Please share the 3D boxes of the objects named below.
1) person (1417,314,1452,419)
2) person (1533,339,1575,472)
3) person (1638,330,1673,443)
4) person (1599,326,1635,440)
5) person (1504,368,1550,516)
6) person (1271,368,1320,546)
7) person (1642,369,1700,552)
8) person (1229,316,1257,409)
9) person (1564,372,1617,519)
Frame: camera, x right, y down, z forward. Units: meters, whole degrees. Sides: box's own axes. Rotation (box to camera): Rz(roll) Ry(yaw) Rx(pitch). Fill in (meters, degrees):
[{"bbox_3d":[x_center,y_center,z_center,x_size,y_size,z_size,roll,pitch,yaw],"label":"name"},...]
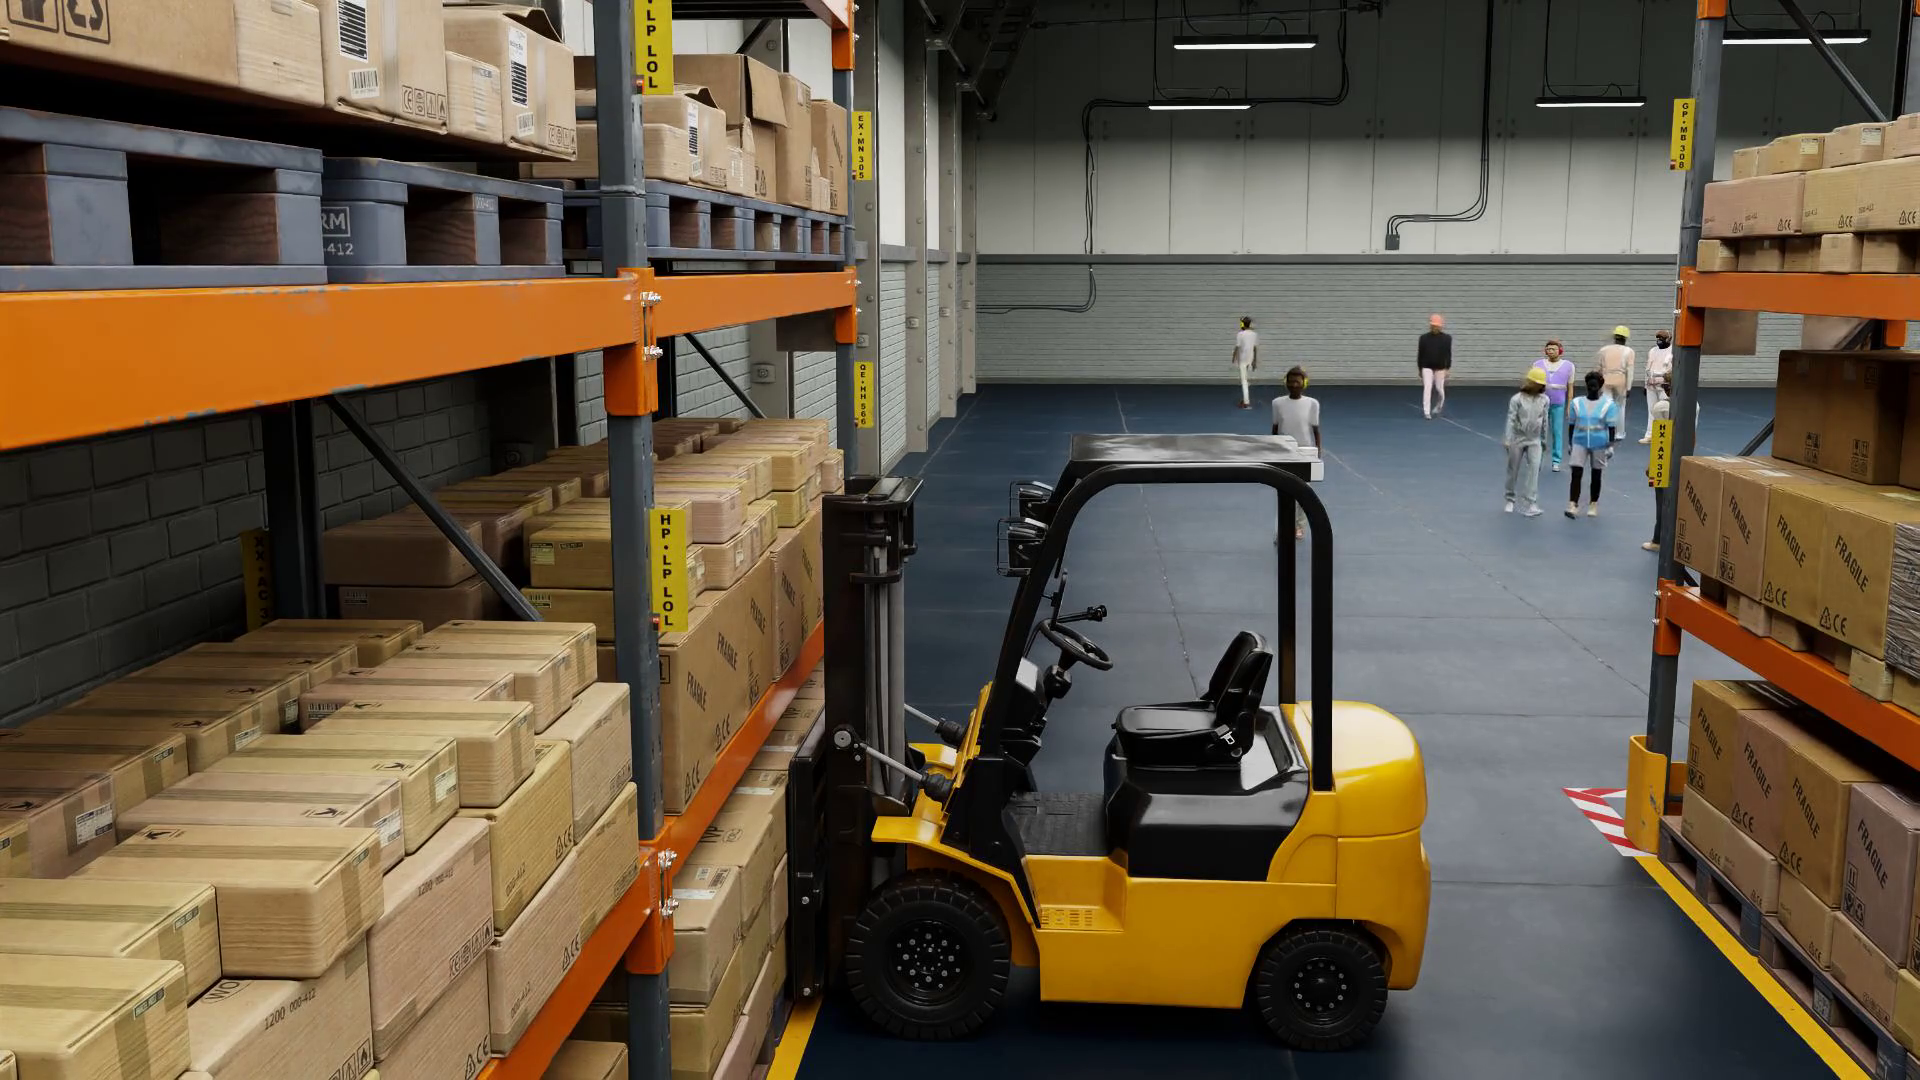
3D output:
[{"bbox_3d":[8.892,-3.256,31.170,0.633,1.977,0.723,3,10,20],"label":"person"},{"bbox_3d":[8.244,-1.872,23.171,0.565,1.847,0.396,5,11,29],"label":"person"},{"bbox_3d":[11.206,-2.437,26.615,0.429,1.844,0.627,-5,11,-28],"label":"person"},{"bbox_3d":[10.683,-2.529,27.046,0.578,1.873,0.934,7,11,35],"label":"person"},{"bbox_3d":[6.515,-1.120,19.059,0.533,1.684,0.840,-1,9,-5],"label":"person"},{"bbox_3d":[3.446,-0.863,17.147,0.553,1.825,0.890,3,10,15],"label":"person"},{"bbox_3d":[7.107,-0.789,16.634,0.505,1.840,0.346,-3,10,-17],"label":"person"},{"bbox_3d":[5.657,-3.567,33.446,0.532,1.852,0.621,-7,12,-37],"label":"person"},{"bbox_3d":[7.100,-1.054,18.754,0.543,1.657,0.764,5,11,28],"label":"person"}]
